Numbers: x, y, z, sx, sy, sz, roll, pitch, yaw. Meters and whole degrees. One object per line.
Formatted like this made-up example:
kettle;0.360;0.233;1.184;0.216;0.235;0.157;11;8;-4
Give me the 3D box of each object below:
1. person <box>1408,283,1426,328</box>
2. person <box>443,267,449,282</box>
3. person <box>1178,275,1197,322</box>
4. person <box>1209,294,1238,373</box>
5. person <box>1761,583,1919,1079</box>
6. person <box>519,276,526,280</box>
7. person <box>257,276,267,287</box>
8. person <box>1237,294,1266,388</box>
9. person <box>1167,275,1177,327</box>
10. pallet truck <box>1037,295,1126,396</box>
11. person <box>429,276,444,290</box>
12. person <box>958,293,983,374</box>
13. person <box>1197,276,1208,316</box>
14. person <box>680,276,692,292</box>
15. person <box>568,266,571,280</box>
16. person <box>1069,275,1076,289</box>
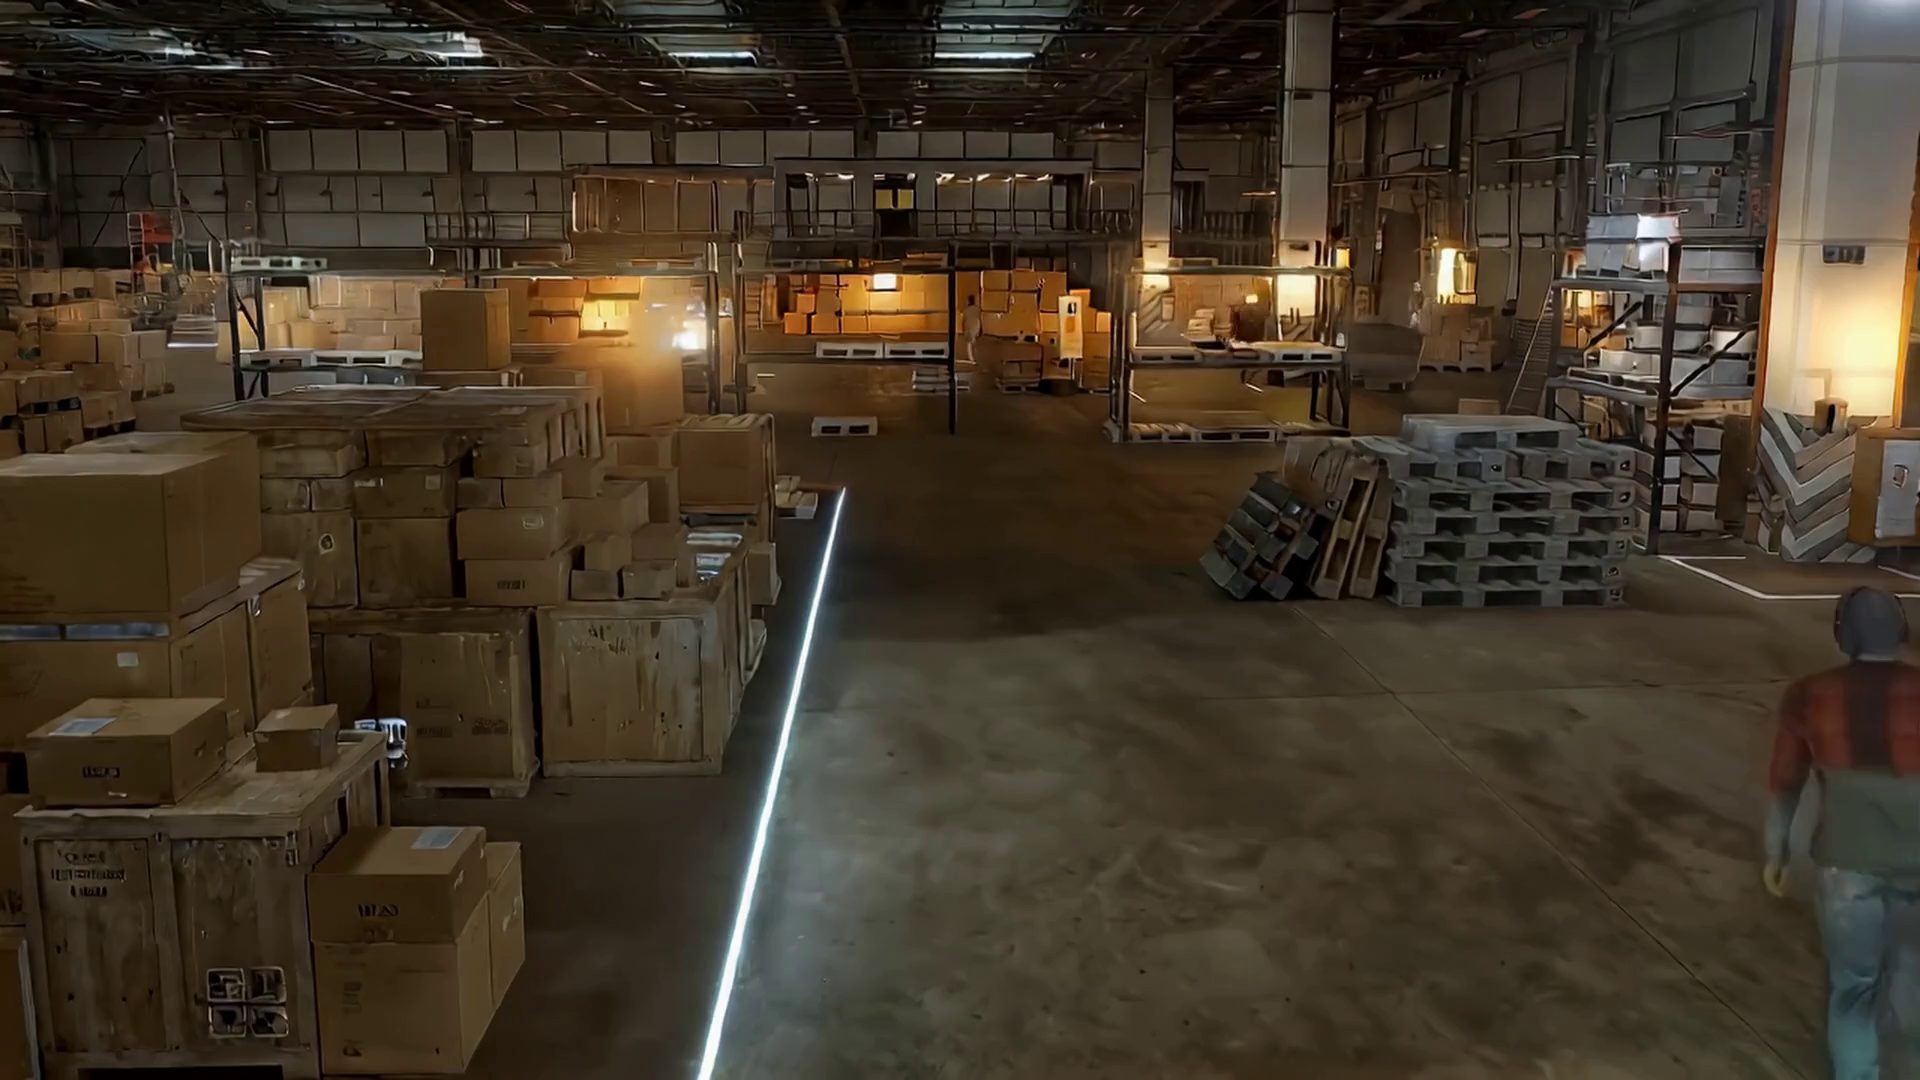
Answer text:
person;15.171;-7.693;55.253;0.541;1.643;0.866;-2;10;-9
person;-22.985;-11.235;74.346;0.342;1.882;0.579;-7;13;-36
person;8.508;-9.031;62.346;0.616;1.798;0.972;-8;13;-39
person;6.087;-4.787;38.645;0.649;1.800;0.910;5;11;25
person;3.069;1.094;5.642;0.651;1.888;0.867;5;11;26
person;-14.961;-8.159;57.059;0.547;1.938;0.377;-1;10;-7
person;-26.063;-8.977;62.129;0.531;1.754;0.406;2;10;10
person;6.096;-4.160;34.767;0.630;1.951;1.017;4;11;21
person;7.559;-8.612;59.424;0.377;1.995;0.608;1;10;7
pallet truck;2.483;-3.881;33.060;1.885;1.965;0.823;-7;13;-36
person;-17.486;-8.058;56.208;0.693;2.000;0.745;3;10;14
person;0.211;-4.788;38.545;0.554;1.838;0.859;-4;11;-19
person;9.248;-9.120;62.932;0.554;1.736;0.737;-8;13;-38
person;-8.581;-7.206;51.640;0.599;1.988;1.029;-5;11;-26
person;-17.816;-11.607;76.326;0.623;1.918;0.408;-9;14;-42
person;3.681;-8.064;56.690;1.014;1.896;0.551;0;10;-1
